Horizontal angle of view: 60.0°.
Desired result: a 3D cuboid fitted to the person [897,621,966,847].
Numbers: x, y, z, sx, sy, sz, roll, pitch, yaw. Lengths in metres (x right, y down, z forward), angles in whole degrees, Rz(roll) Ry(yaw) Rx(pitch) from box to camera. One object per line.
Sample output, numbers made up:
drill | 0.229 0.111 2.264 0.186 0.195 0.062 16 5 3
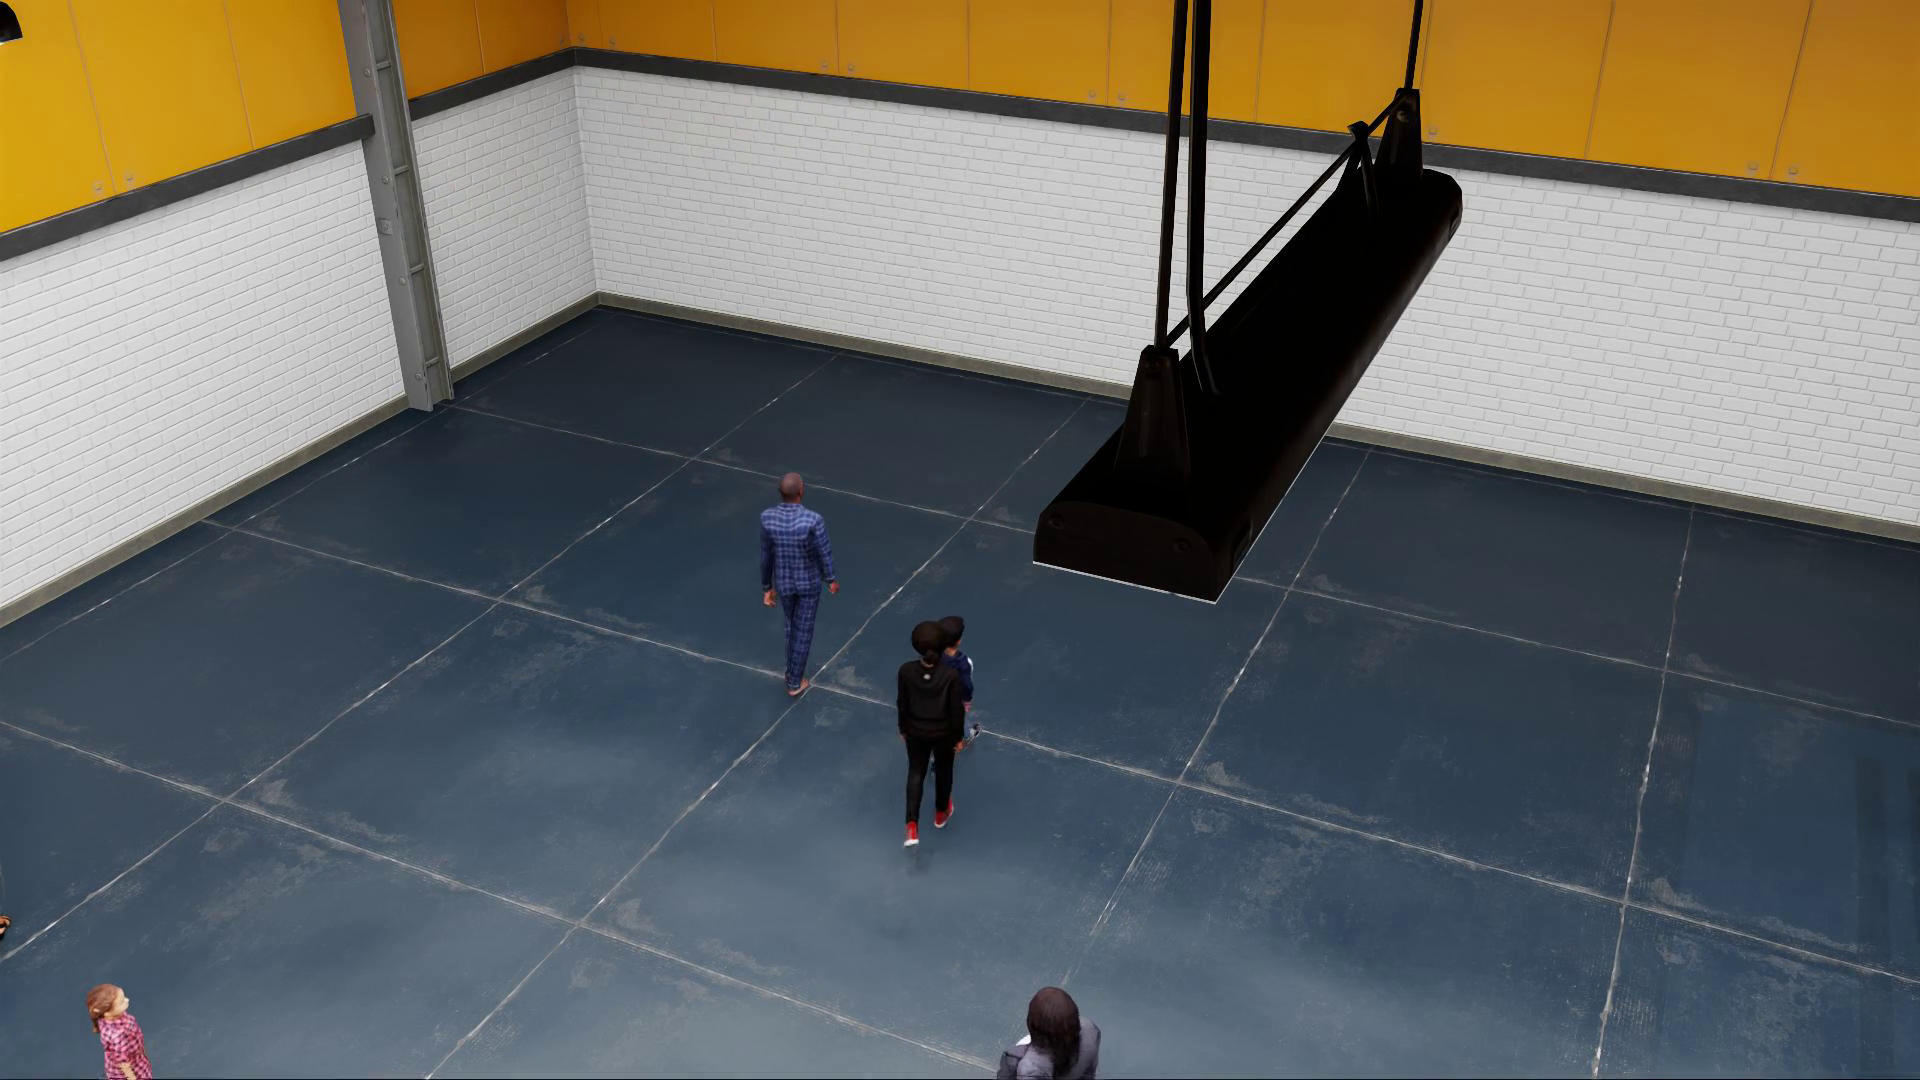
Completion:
person | -0.203 1.276 10.821 0.746 1.666 0.965 5 29 9

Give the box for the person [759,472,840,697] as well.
person | -1.238 0.361 12.348 0.701 1.810 0.725 9 30 16

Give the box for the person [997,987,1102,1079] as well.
person | 0.466 2.811 8.095 0.926 1.582 0.914 -25 37 -38

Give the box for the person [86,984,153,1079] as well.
person | -4.462 2.749 8.806 0.759 1.010 0.614 -19 34 -30

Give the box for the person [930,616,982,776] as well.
person | -0.112 1.104 11.631 0.530 1.191 0.794 13 31 22
